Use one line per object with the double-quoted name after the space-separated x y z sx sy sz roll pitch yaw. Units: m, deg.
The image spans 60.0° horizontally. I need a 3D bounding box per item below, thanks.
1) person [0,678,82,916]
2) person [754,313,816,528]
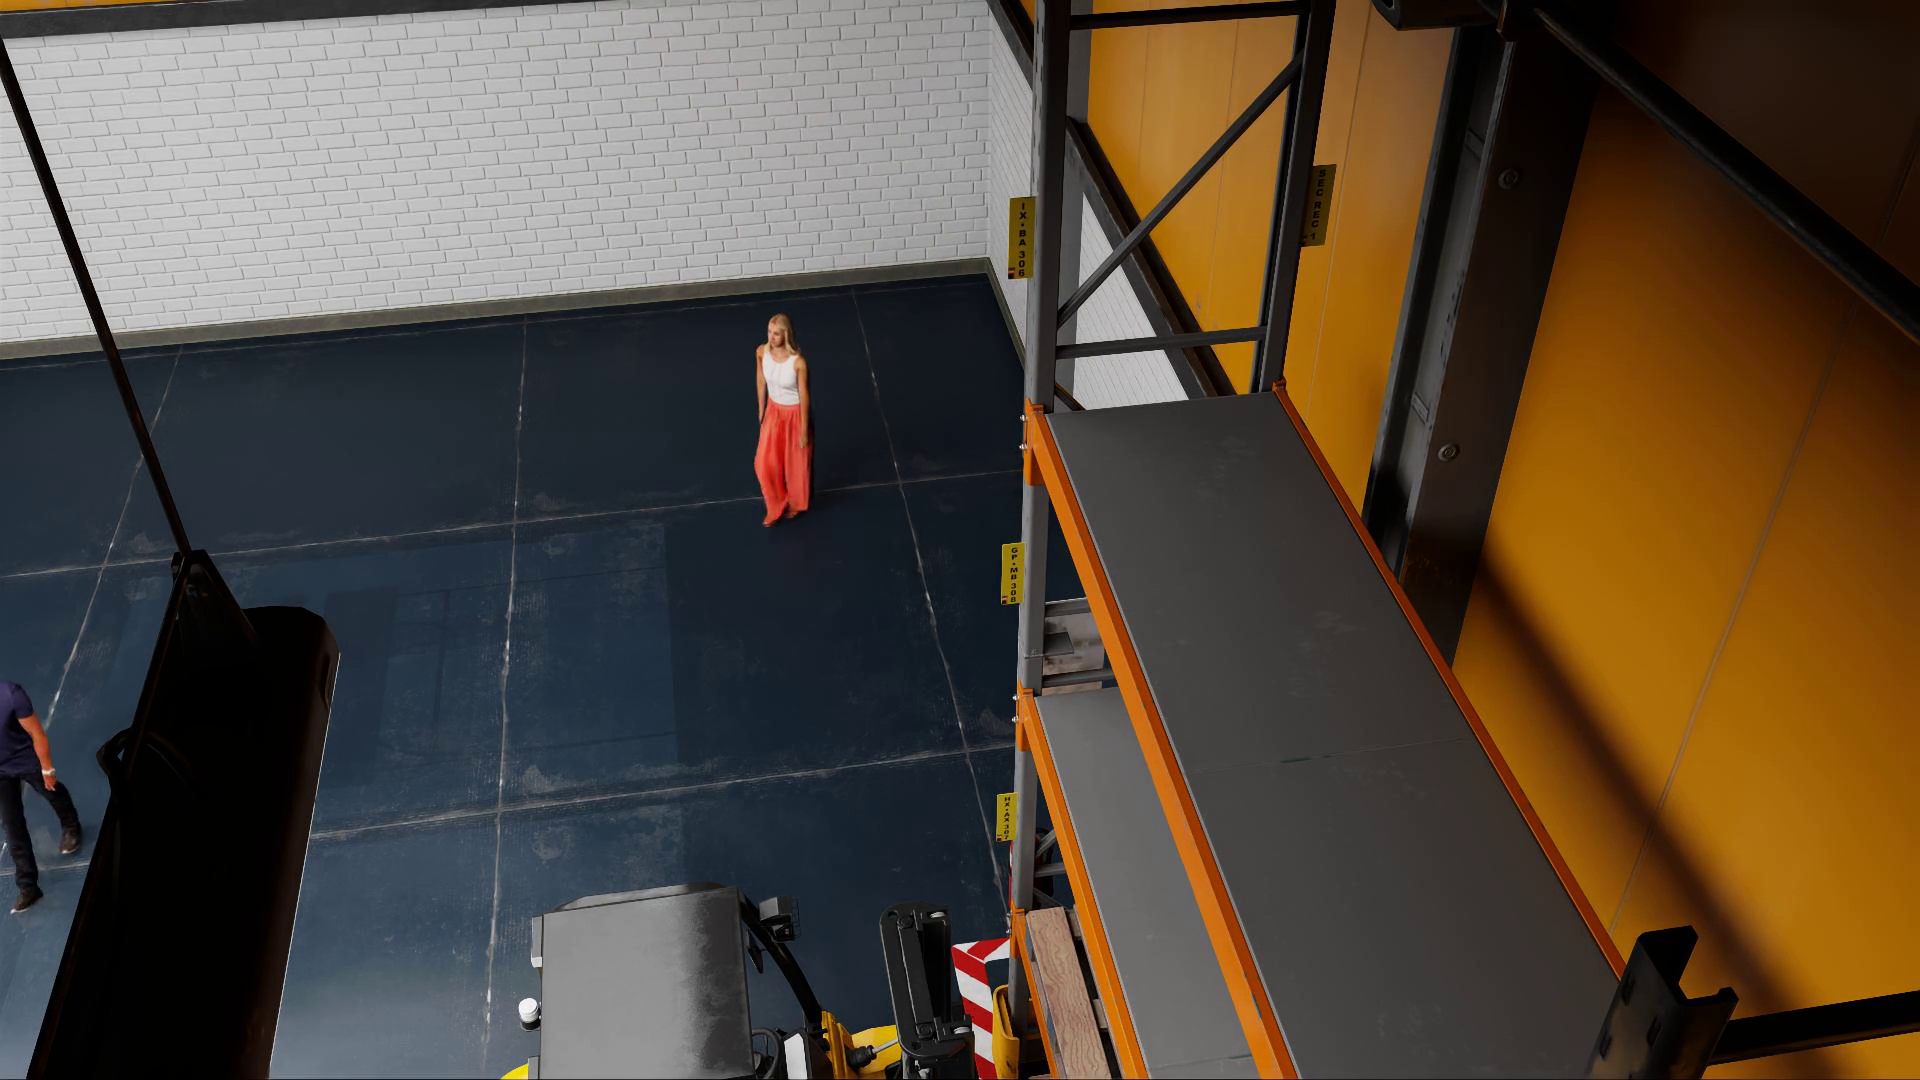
-5.474 1.231 9.691 0.666 1.755 1.023 -6 39 -7 "person"
-1.228 -0.945 12.386 0.866 1.792 0.939 18 42 21 "person"
